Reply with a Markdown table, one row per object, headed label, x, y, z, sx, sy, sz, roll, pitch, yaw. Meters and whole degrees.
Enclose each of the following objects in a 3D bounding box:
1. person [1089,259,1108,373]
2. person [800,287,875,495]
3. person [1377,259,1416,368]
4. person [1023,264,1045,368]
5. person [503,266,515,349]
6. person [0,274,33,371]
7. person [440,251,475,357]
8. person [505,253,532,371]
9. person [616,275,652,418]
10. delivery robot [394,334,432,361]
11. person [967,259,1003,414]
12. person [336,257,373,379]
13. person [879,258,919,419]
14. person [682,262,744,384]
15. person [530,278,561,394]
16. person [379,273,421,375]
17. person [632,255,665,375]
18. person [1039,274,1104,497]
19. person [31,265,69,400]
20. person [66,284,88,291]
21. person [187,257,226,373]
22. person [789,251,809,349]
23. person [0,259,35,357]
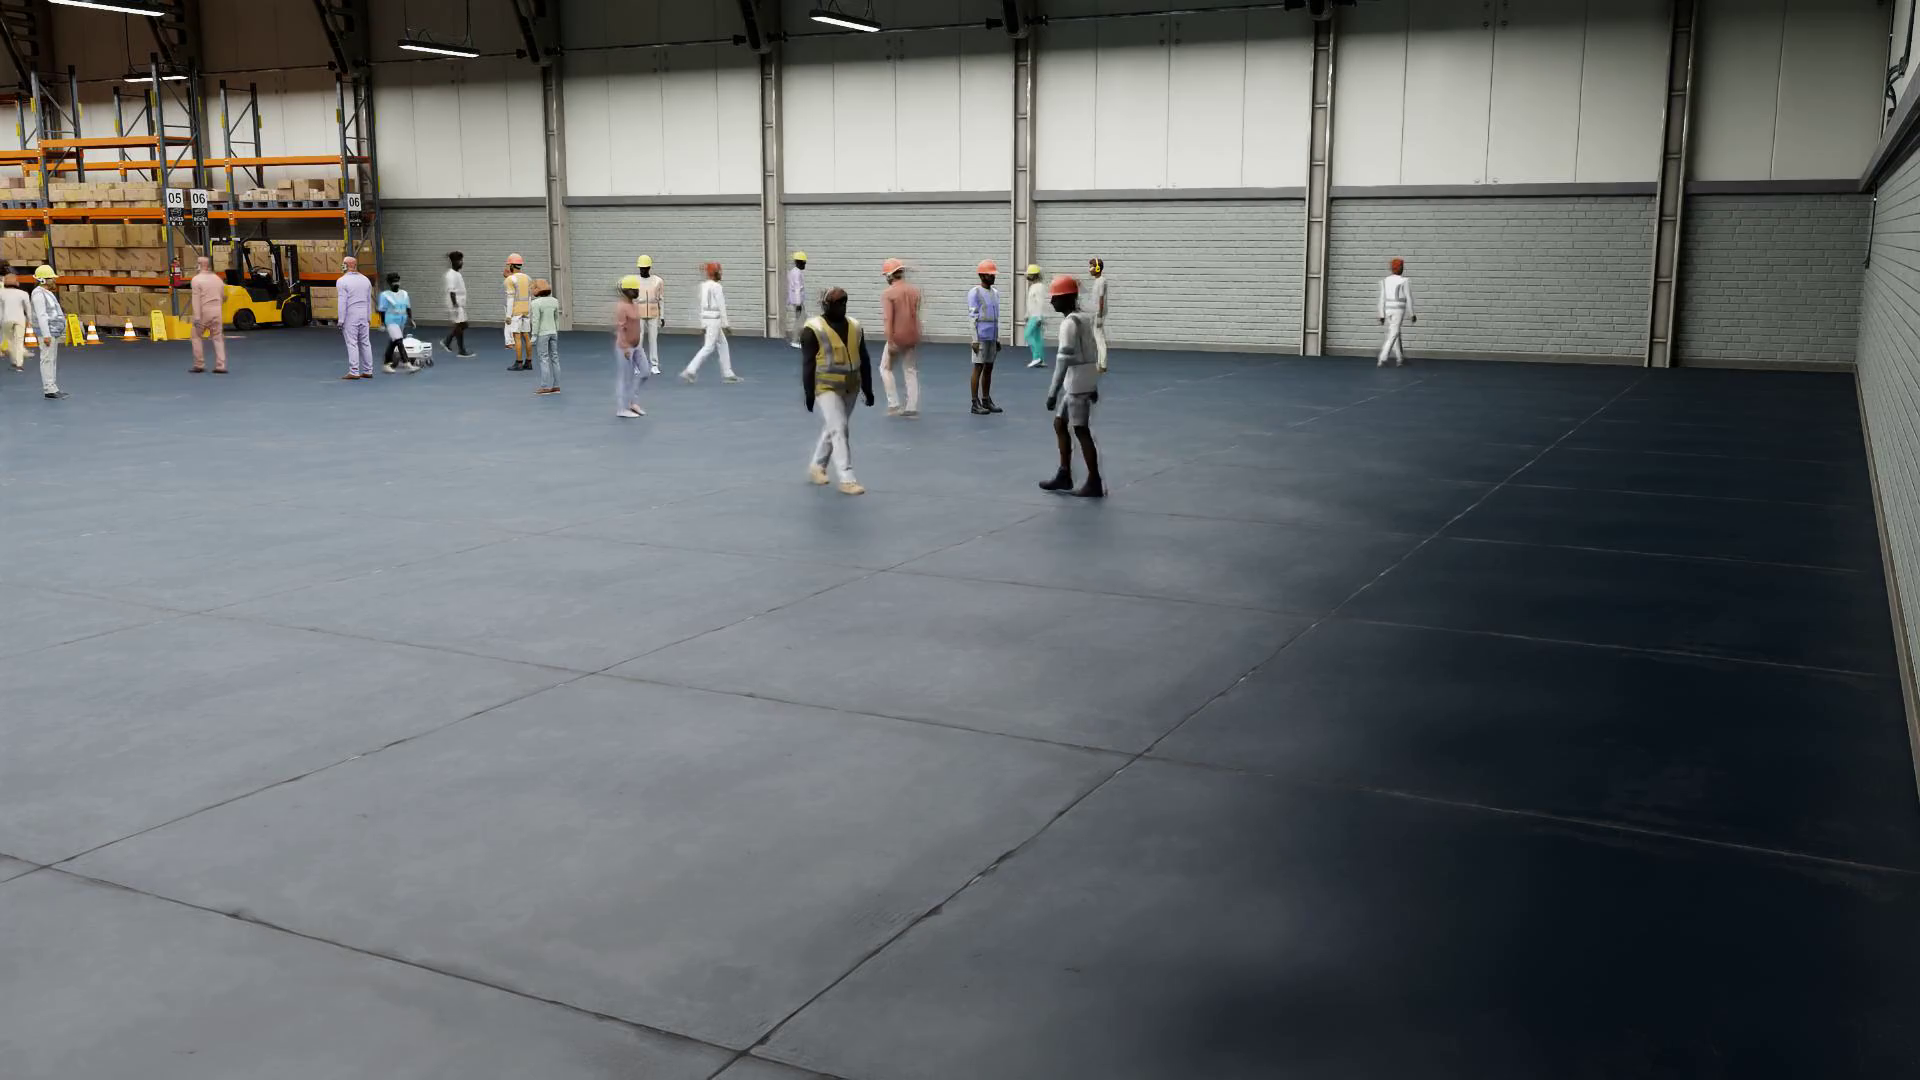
| label | x | y | z | sx | sy | sz | roll | pitch | yaw |
| --- | --- | --- | --- | --- | --- | --- | --- | --- | --- |
| person | 2.251 | -3.649 | 27.146 | 0.317 | 1.861 | 0.519 | -1 | 10 | -4 |
| person | -1.108 | -1.338 | 14.726 | 0.635 | 1.805 | 0.940 | -9 | 14 | -41 |
| person | 7.423 | -3.853 | 28.303 | 0.916 | 1.845 | 0.583 | -6 | 12 | -28 |
| person | 1.251 | -3.790 | 28.223 | 0.475 | 1.752 | 0.535 | -1 | 10 | -3 |
| person | -8.905 | -4.614 | 33.017 | 0.265 | 1.631 | 0.508 | 1 | 10 | 6 |
| person | -15.730 | -3.623 | 27.702 | 0.530 | 1.587 | 0.836 | -4 | 11 | -22 |
| person | -9.301 | -4.348 | 30.680 | 0.563 | 1.952 | 0.637 | -1 | 10 | -6 |
| person | -7.350 | -3.781 | 27.641 | 0.354 | 1.939 | 0.544 | 5 | 12 | 26 |
| person | -4.034 | -2.370 | 20.452 | 0.438 | 1.747 | 0.544 | 3 | 11 | 16 |
| delivery robot | -9.350 | -3.254 | 28.289 | 0.707 | 0.478 | 0.477 | 4 | 11 | 21 |
| person | 0.334 | -2.556 | 20.965 | 0.357 | 1.938 | 0.542 | 8 | 13 | 36 |
| person | -9.485 | -3.461 | 25.986 | 0.400 | 1.907 | 0.645 | 5 | 12 | 27 |
| person | -0.744 | -2.460 | 20.390 | 0.619 | 1.959 | 0.595 | -10 | 14 | -43 |
| person | -3.785 | -3.273 | 25.147 | 0.969 | 1.850 | 0.572 | -5 | 11 | -24 |
| person | -5.881 | -2.881 | 23.568 | 0.281 | 1.633 | 0.499 | 6 | 12 | 30 |
| person | -9.092 | -3.491 | 26.857 | 0.888 | 1.636 | 0.528 | 5 | 12 | 27 |
| person | -5.064 | -3.632 | 26.867 | 0.594 | 1.922 | 0.376 | -3 | 11 | -18 |
| person | 0.930 | -1.321 | 14.324 | 0.757 | 1.902 | 0.622 | 3 | 11 | 17 |
| person | -12.478 | -2.841 | 22.797 | 0.404 | 1.835 | 0.587 | -4 | 11 | -19 |
| person | -21.266 | -6.148 | 40.268 | 0.688 | 2.000 | 0.537 | -10 | 14 | -44 |
| person | -12.323 | -3.649 | 27.077 | 0.734 | 1.881 | 0.670 | 4 | 11 | 23 |
| person | -3.187 | -4.755 | 32.998 | 0.393 | 1.923 | 0.646 | -1 | 10 | -7 |
| person | -17.583 | -4.264 | 30.654 | 0.942 | 1.806 | 0.618 | 1 | 10 | 4 |
